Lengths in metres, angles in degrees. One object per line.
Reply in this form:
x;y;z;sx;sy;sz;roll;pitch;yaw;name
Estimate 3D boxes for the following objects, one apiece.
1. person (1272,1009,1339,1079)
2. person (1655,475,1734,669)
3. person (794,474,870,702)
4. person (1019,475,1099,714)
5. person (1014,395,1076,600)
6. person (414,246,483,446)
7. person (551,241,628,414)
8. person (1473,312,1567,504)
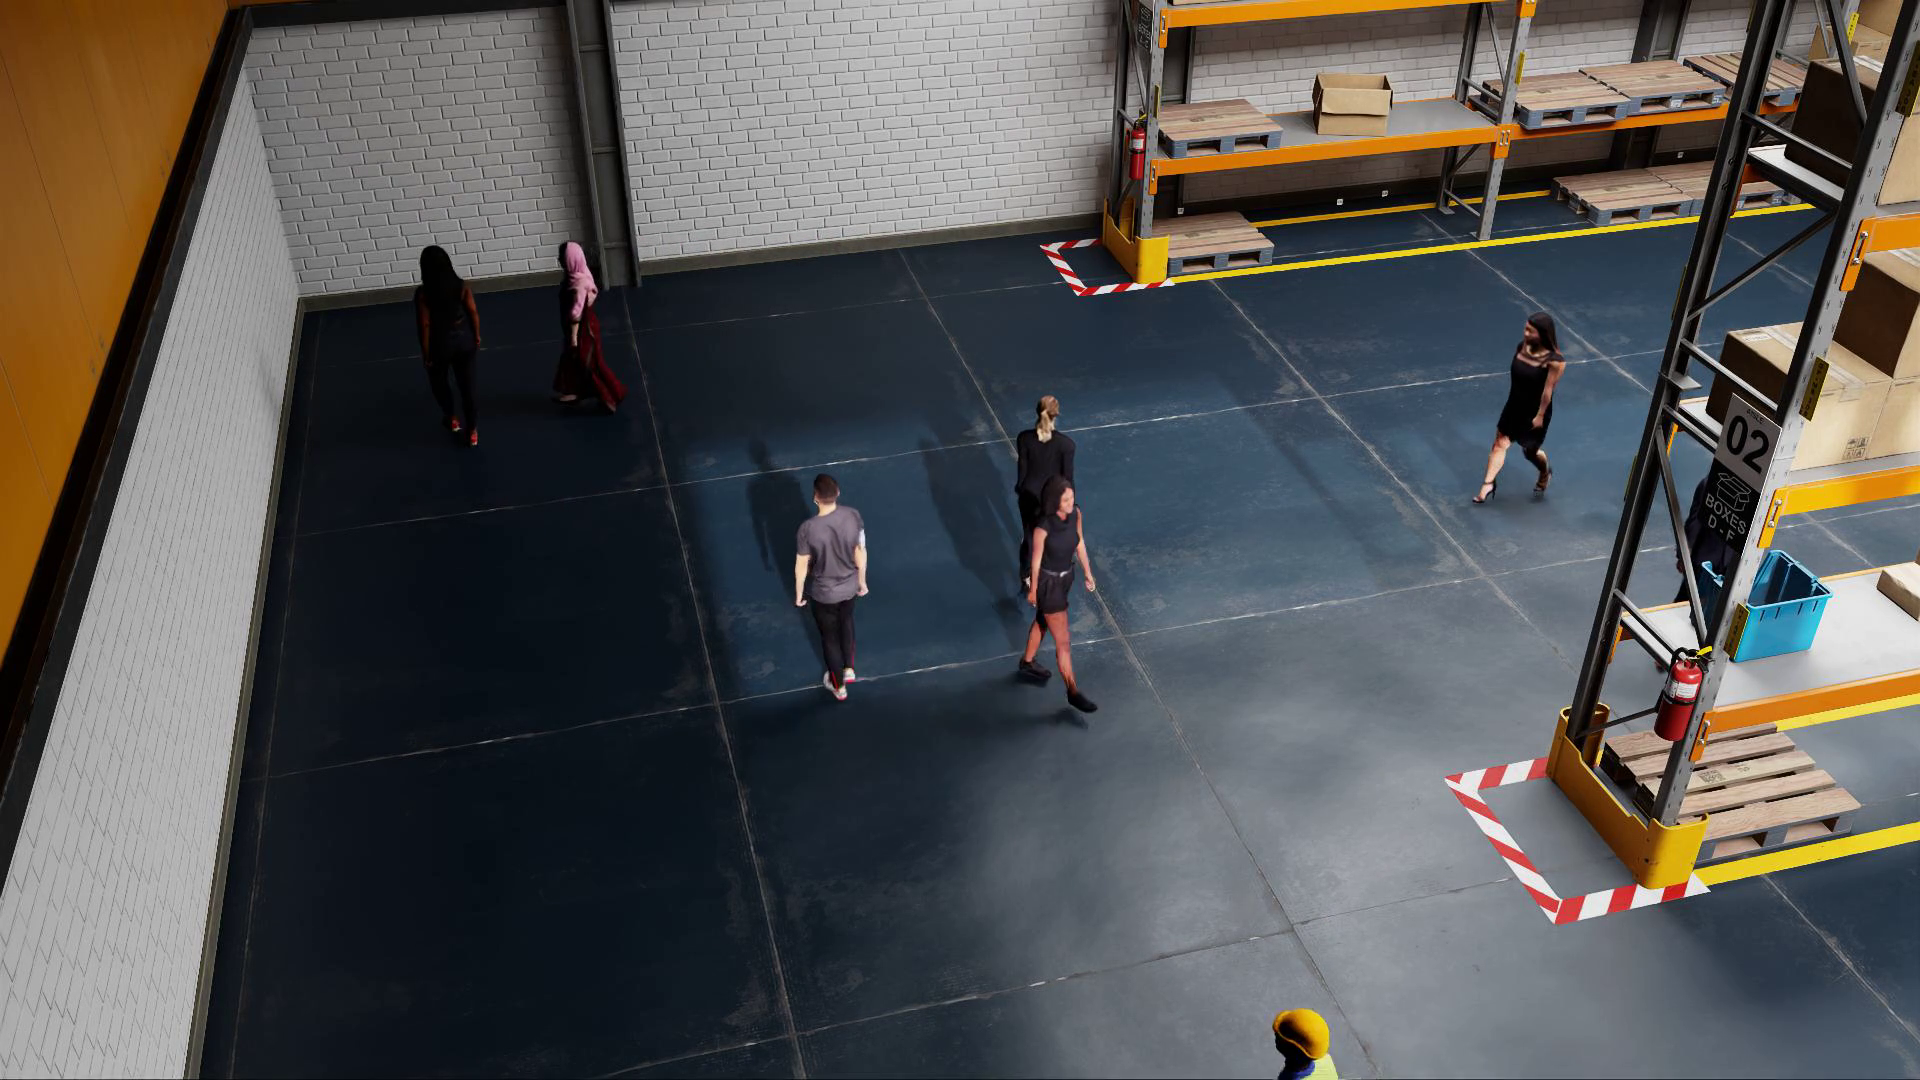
1.568;2.816;7.522;1.260;1.778;1.175;17;37;23;person
5.261;0.130;11.527;0.743;1.817;0.844;11;35;16;person
-0.819;0.370;11.220;0.629;1.757;0.778;-16;37;-23;person
0.567;0.287;11.387;1.023;1.710;1.023;22;39;29;person
0.604;-0.291;12.263;0.619;1.704;0.737;8;34;11;person
-4.319;-1.618;14.170;0.758;1.803;0.813;-14;36;-20;person
-3.288;-1.876;14.727;0.980;1.614;0.757;-3;34;-4;person
4.619;-1.029;13.380;0.990;1.695;0.778;-16;37;-22;person
